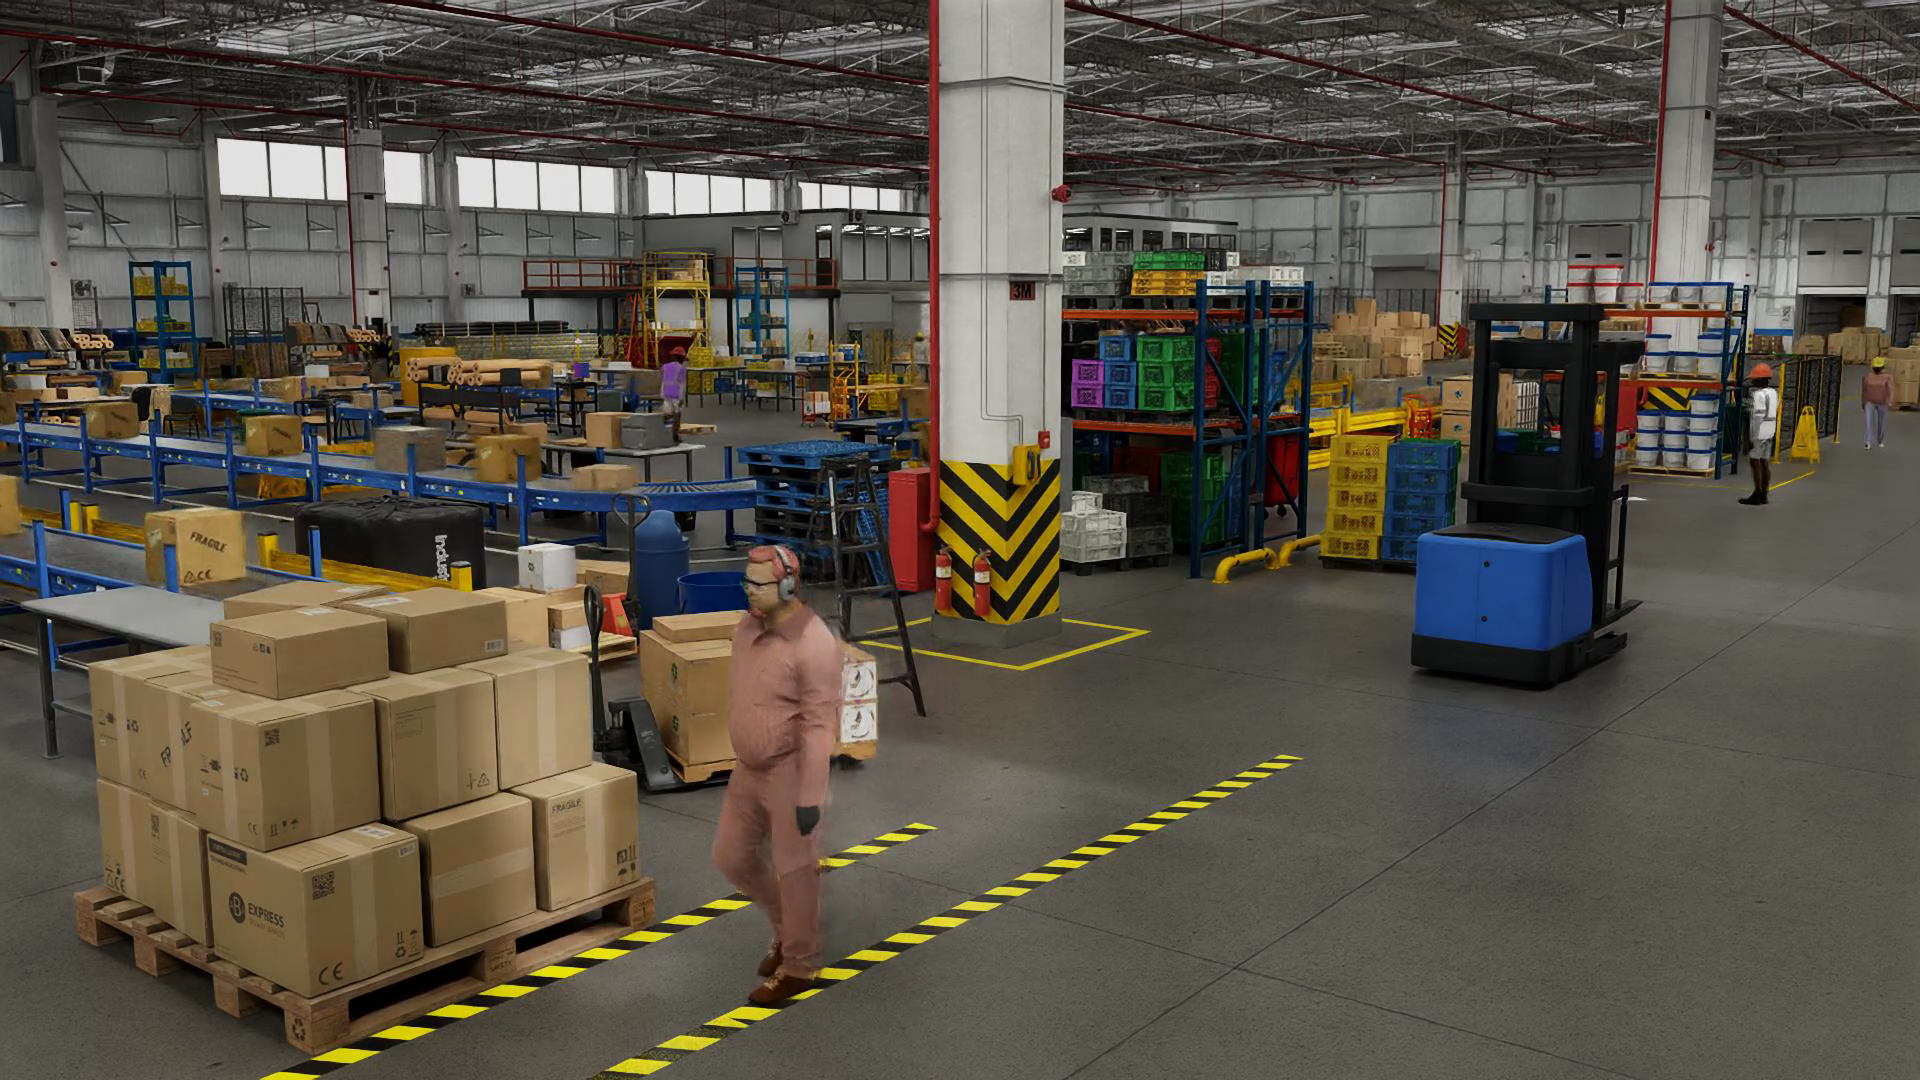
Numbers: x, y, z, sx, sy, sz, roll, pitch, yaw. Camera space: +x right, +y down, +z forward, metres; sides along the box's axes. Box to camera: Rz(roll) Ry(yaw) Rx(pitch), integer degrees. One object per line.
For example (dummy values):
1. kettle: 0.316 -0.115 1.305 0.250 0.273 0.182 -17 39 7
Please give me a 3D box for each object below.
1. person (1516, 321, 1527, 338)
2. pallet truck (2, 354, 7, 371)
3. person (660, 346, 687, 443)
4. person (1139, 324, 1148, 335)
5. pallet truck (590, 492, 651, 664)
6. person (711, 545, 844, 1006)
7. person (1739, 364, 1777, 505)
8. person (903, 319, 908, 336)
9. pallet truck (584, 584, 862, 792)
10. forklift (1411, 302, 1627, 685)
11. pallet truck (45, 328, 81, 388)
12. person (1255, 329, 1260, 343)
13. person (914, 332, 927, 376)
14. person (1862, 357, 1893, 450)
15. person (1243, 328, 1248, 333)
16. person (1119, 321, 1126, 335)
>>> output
1. person: 26.800 -9.770 79.319 0.973 1.816 0.539 5 10 32
2. pallet truck: -24.881 -4.417 42.634 1.885 1.965 0.823 8 11 41
3. person: -5.522 -2.783 31.985 0.565 1.892 0.666 4 9 27
4. person: 6.445 -6.715 58.703 1.012 1.841 0.579 -3 9 -17
5. pallet truck: -3.115 0.344 12.883 0.653 1.274 1.630 7 11 37
6. person: -0.757 0.953 6.770 0.431 1.891 0.676 -7 11 -39
7. person: 10.954 -1.431 22.774 0.581 1.922 0.362 -8 11 -42
8. person: -2.499 -9.425 76.777 0.654 1.868 0.901 3 9 17
9. pallet truck: -1.426 0.805 10.019 1.601 1.201 0.680 -4 9 -26
10. forklift: 4.379 -0.438 12.852 1.129 2.768 1.873 7 11 37
11. pallet truck: -23.775 -4.544 43.495 1.885 1.965 0.823 6 10 35
12. person: 12.397 -8.163 68.396 0.504 1.847 0.344 2 9 14
13. person: -1.233 -5.448 50.491 0.402 1.733 0.487 7 11 41
14. person: 17.088 -2.557 30.987 0.525 1.730 0.820 6 10 34
15. person: 11.230 -7.713 65.227 0.817 1.893 0.598 -2 9 -13
16. person: 5.731 -7.021 60.511 0.525 1.901 0.594 6 10 36
